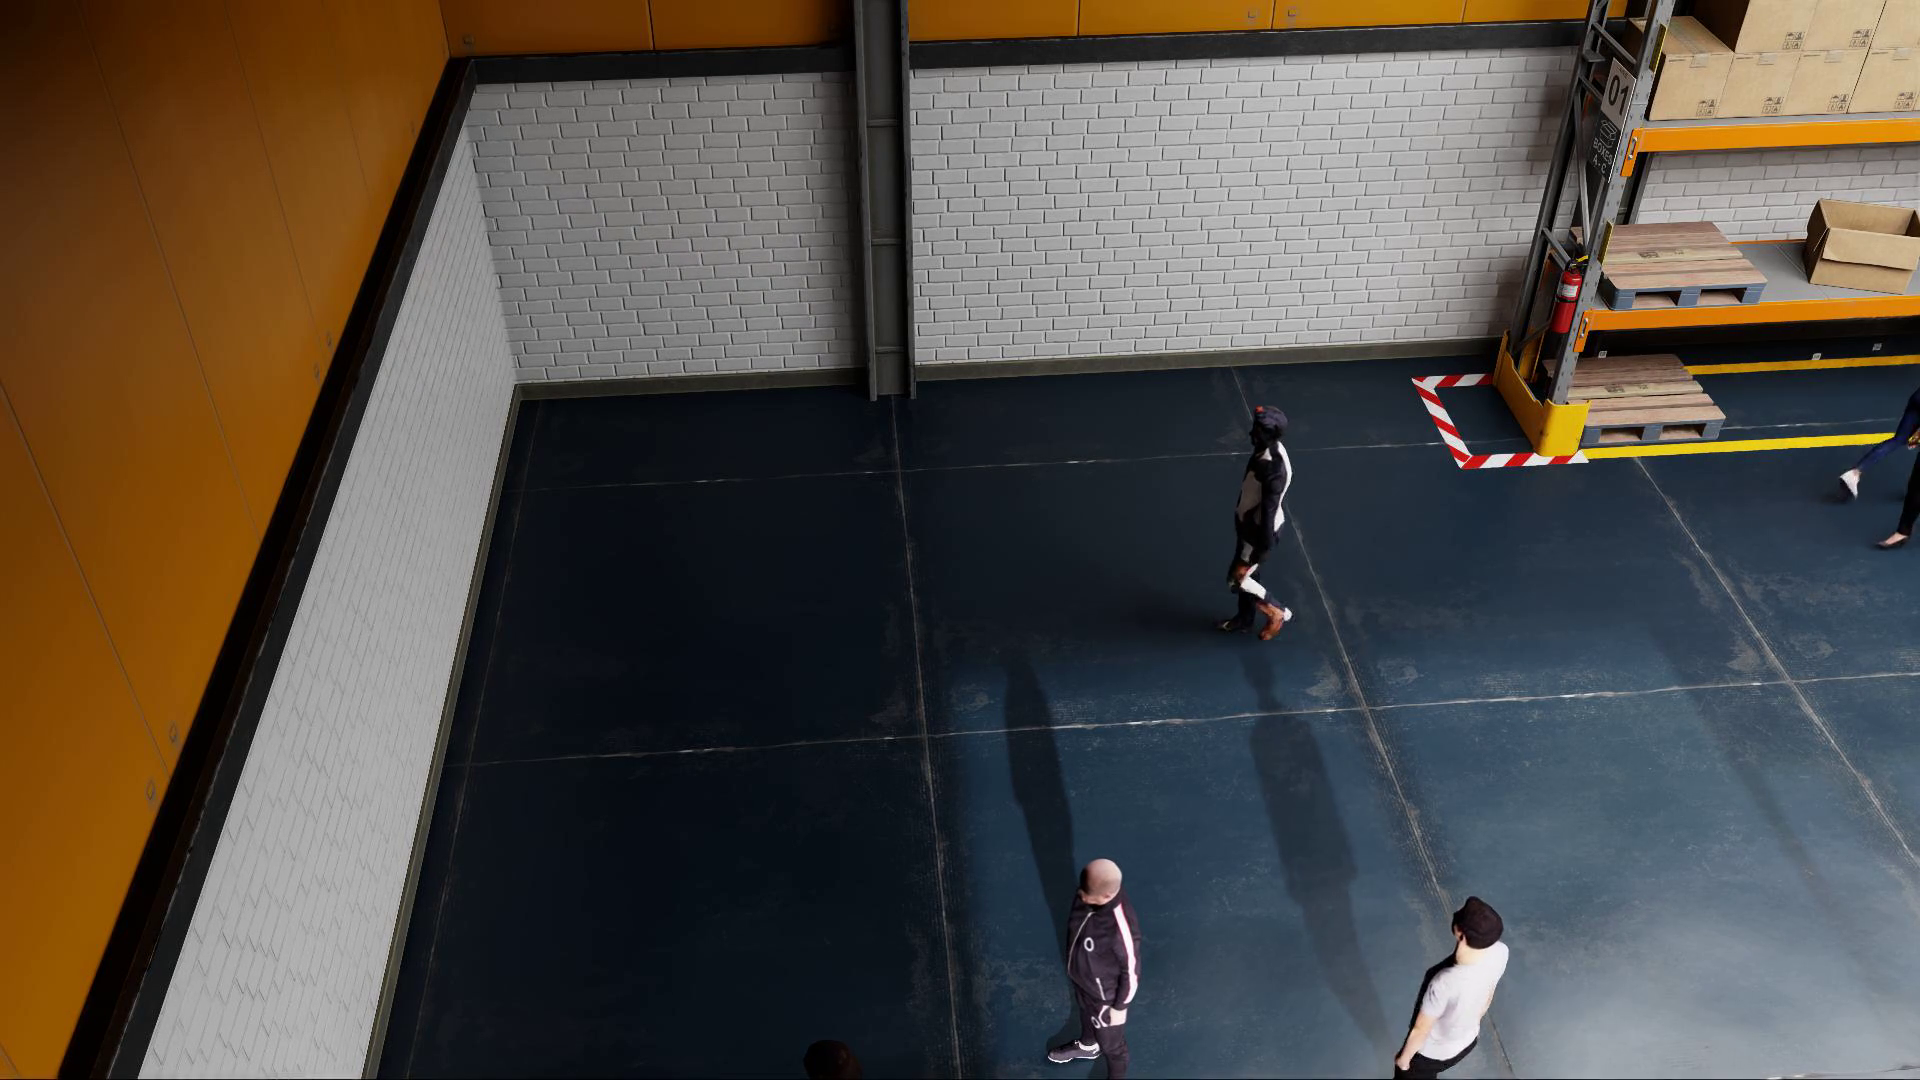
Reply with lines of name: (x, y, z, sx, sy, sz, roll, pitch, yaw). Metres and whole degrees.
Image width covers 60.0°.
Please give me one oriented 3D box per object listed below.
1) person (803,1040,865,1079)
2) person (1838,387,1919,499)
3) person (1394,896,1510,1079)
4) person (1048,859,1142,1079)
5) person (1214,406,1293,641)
person: (-0.574, 2.867, 7.689, 0.642, 1.800, 0.705, 5, 39, 7)
person: (7.243, -0.990, 12.562, 1.088, 1.747, 0.626, -5, 39, -6)
person: (2.407, 2.492, 8.120, 1.038, 1.848, 1.028, -25, 45, -28)
person: (0.734, 2.228, 8.463, 0.673, 1.833, 0.735, -13, 40, -16)
person: (2.107, -0.072, 11.303, 0.792, 1.883, 0.761, 1, 39, 2)
